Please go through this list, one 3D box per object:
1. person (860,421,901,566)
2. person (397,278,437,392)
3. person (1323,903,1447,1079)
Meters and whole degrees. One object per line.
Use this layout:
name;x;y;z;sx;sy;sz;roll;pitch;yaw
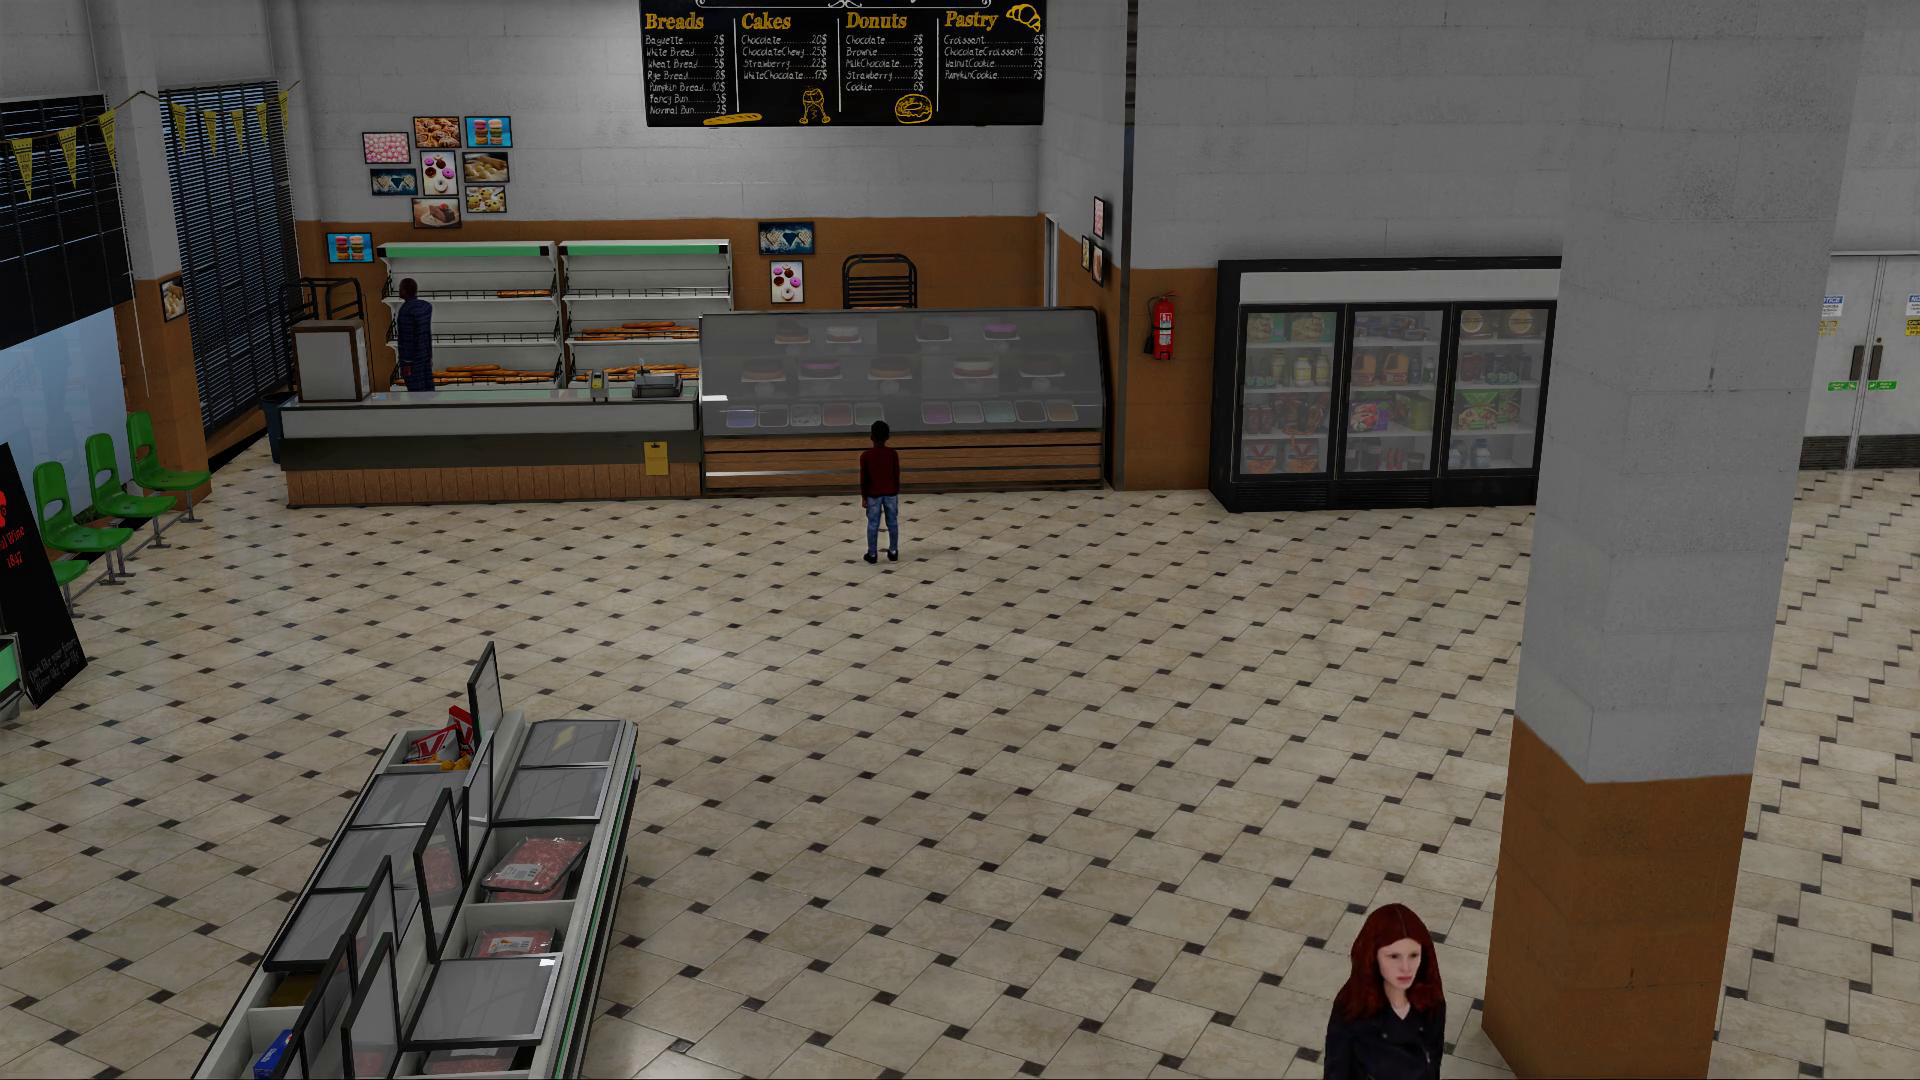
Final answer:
person;-0.670;-0.409;14.287;0.514;1.255;0.511;-4;17;-12
person;-6.098;-2.034;18.660;0.807;1.823;0.665;5;18;17
person;1.341;1.997;5.516;0.624;1.749;1.233;-2;17;-7
